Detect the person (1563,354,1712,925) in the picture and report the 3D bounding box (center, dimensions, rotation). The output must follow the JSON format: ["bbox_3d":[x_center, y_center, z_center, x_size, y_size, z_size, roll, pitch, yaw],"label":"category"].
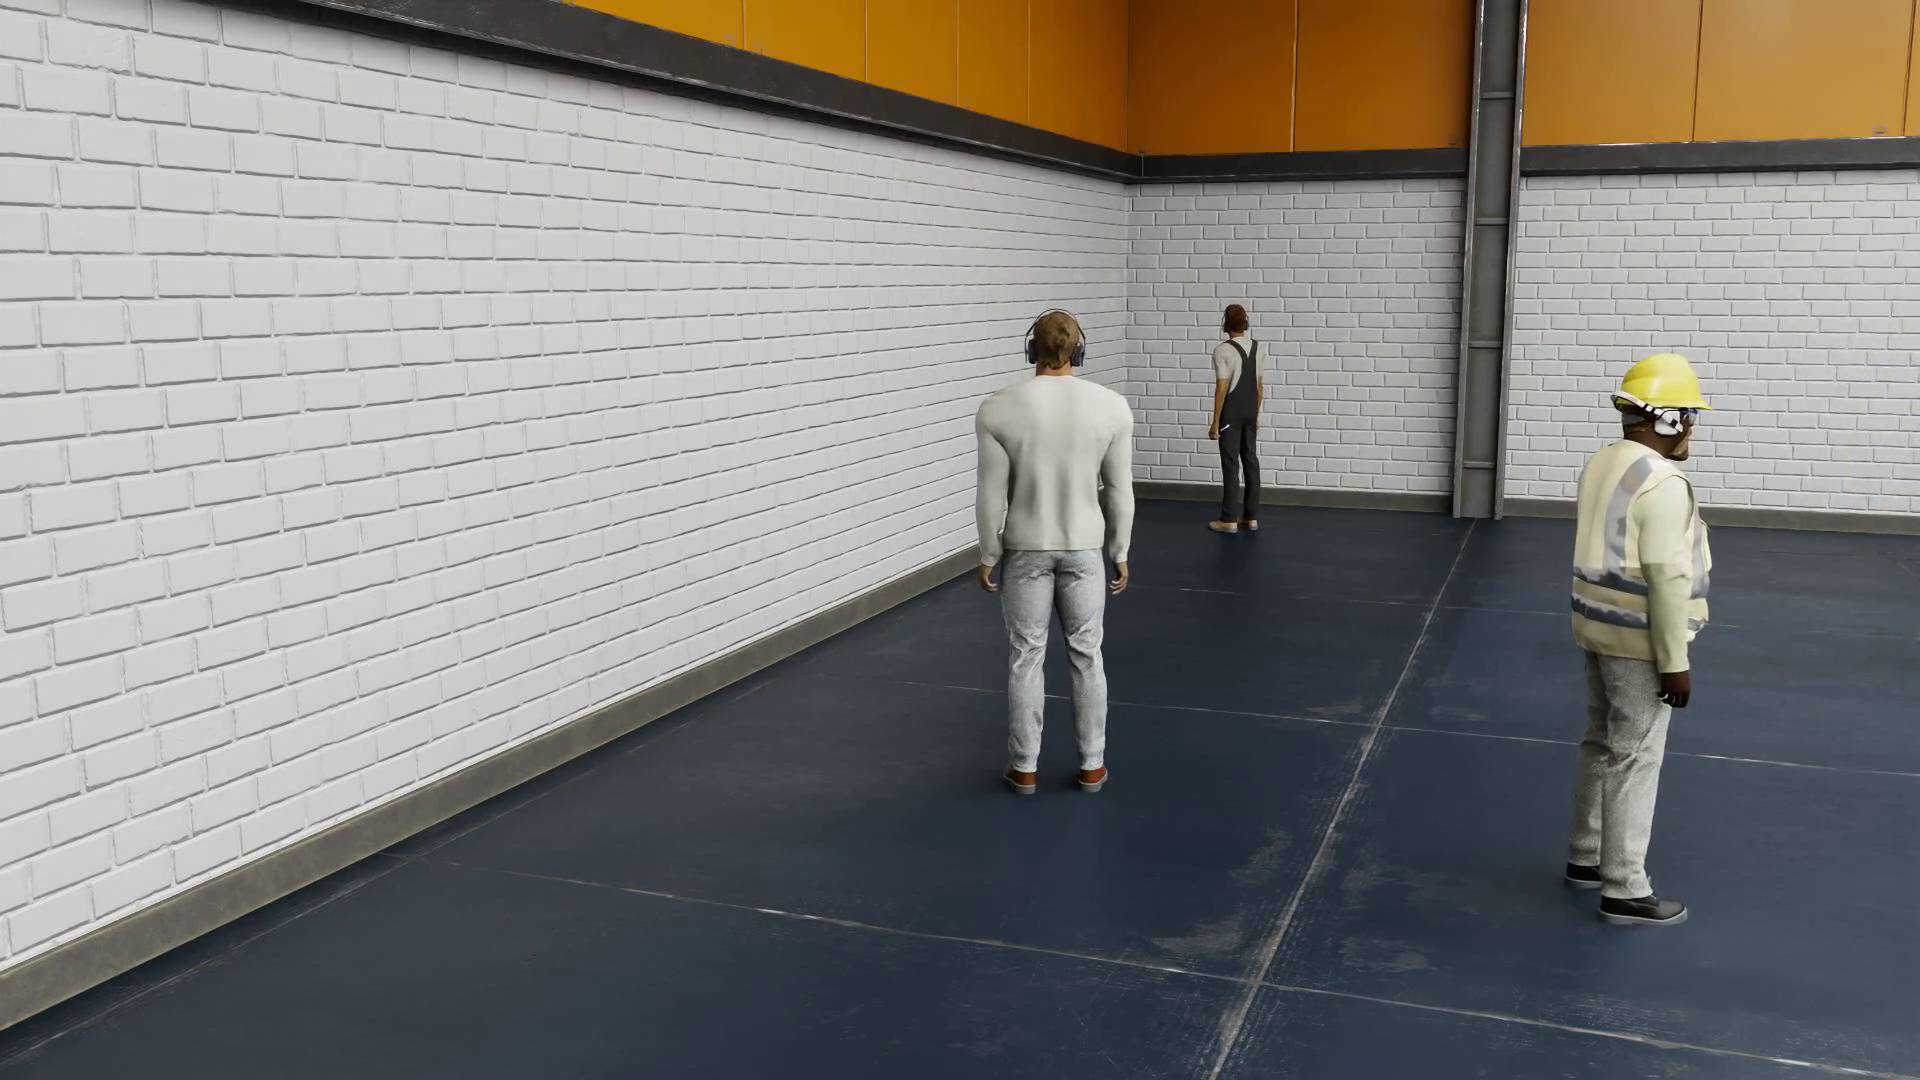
[{"bbox_3d":[2.195,0.313,5.390,0.403,1.824,0.598,0,9,1],"label":"person"}]

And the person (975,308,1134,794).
[{"bbox_3d":[0.375,0.054,6.640,0.635,1.937,0.352,0,9,-2],"label":"person"}]

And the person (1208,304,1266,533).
[{"bbox_3d":[2.223,-0.977,13.417,0.507,1.842,0.351,-6,11,-31],"label":"person"}]
